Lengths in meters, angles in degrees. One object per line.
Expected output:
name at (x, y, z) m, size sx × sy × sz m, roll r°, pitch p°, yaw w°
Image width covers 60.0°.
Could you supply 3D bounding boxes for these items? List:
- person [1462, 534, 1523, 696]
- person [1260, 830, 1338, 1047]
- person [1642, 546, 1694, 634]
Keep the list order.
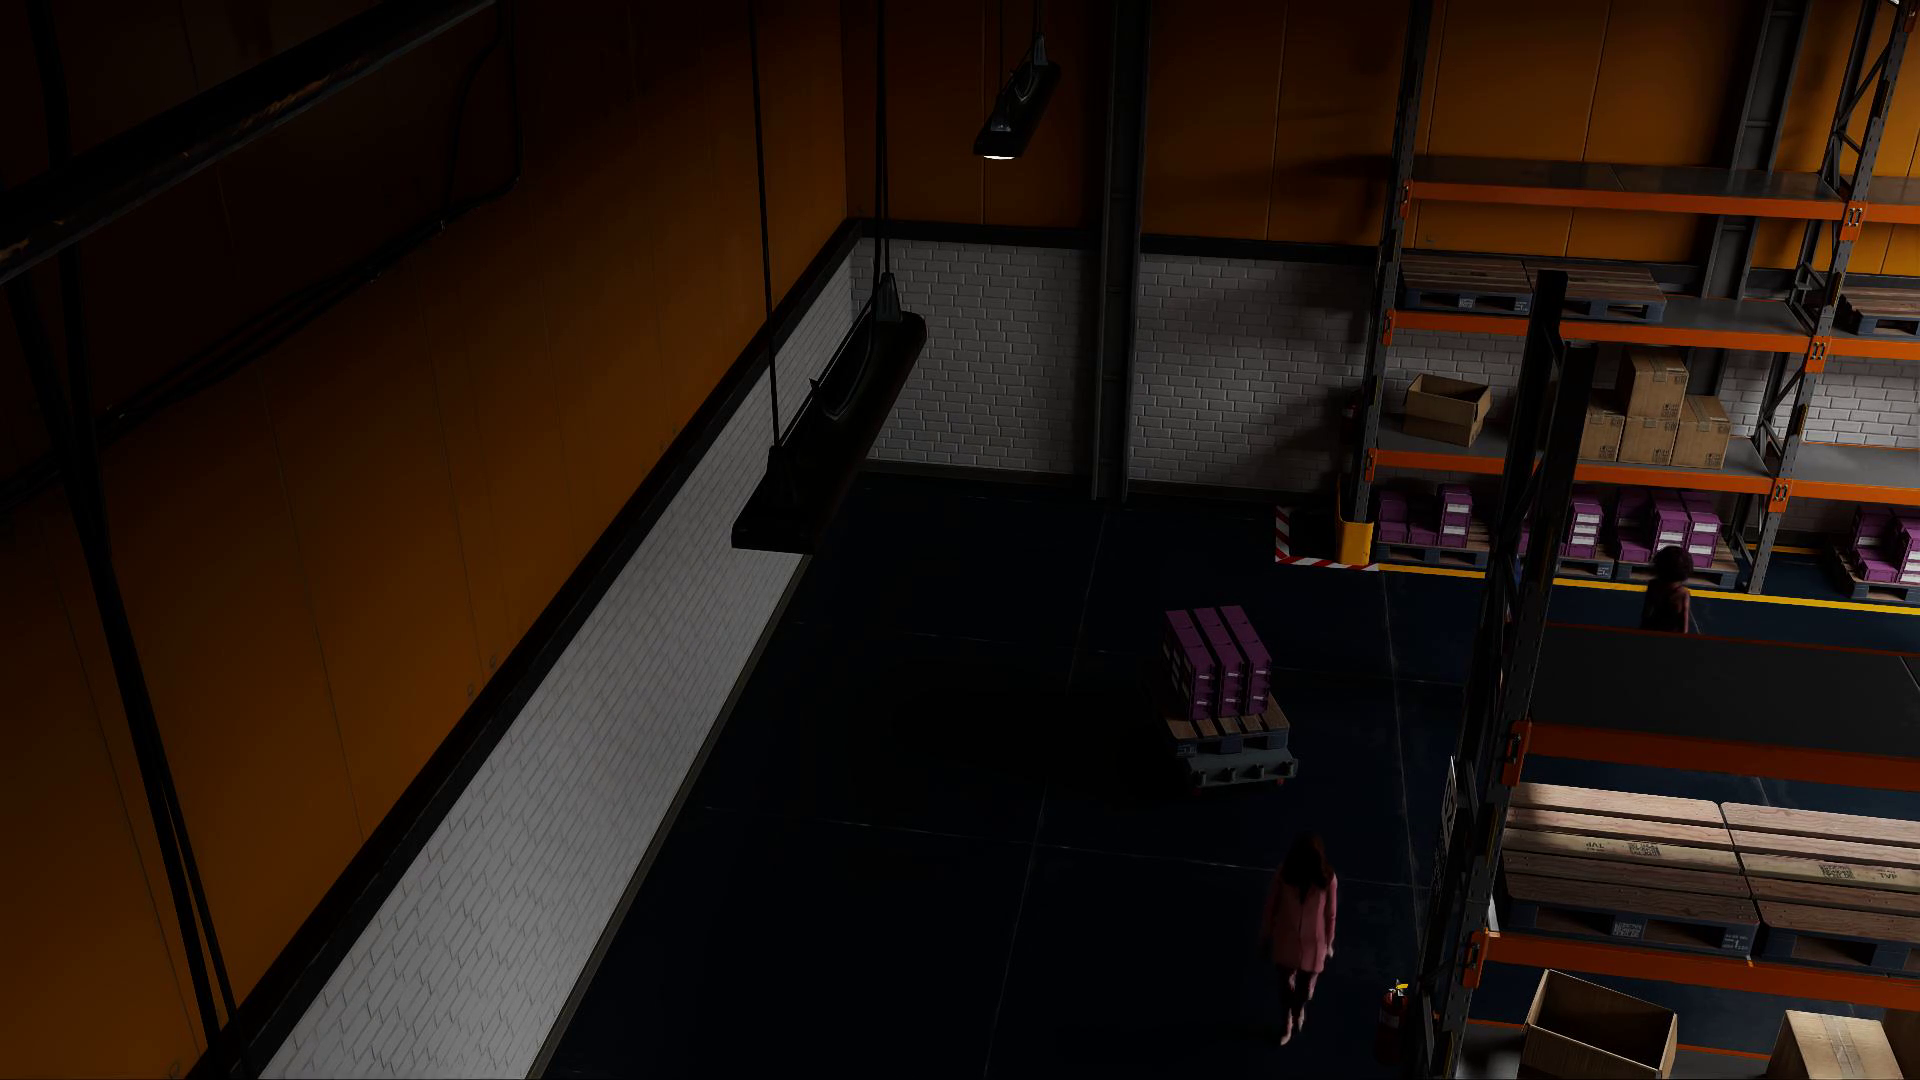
person at (4.803, 0.691, 14.814) m, size 0.550 × 1.843 × 0.612 m, roll 3°, pitch 29°, yaw 6°
person at (2.319, 2.654, 11.274) m, size 0.636 × 1.787 × 0.754 m, roll 10°, pitch 30°, yaw 18°
person at (6.100, 0.901, 14.503) m, size 0.970 × 1.773 × 0.927 m, roll -21°, pitch 35°, yaw -33°
